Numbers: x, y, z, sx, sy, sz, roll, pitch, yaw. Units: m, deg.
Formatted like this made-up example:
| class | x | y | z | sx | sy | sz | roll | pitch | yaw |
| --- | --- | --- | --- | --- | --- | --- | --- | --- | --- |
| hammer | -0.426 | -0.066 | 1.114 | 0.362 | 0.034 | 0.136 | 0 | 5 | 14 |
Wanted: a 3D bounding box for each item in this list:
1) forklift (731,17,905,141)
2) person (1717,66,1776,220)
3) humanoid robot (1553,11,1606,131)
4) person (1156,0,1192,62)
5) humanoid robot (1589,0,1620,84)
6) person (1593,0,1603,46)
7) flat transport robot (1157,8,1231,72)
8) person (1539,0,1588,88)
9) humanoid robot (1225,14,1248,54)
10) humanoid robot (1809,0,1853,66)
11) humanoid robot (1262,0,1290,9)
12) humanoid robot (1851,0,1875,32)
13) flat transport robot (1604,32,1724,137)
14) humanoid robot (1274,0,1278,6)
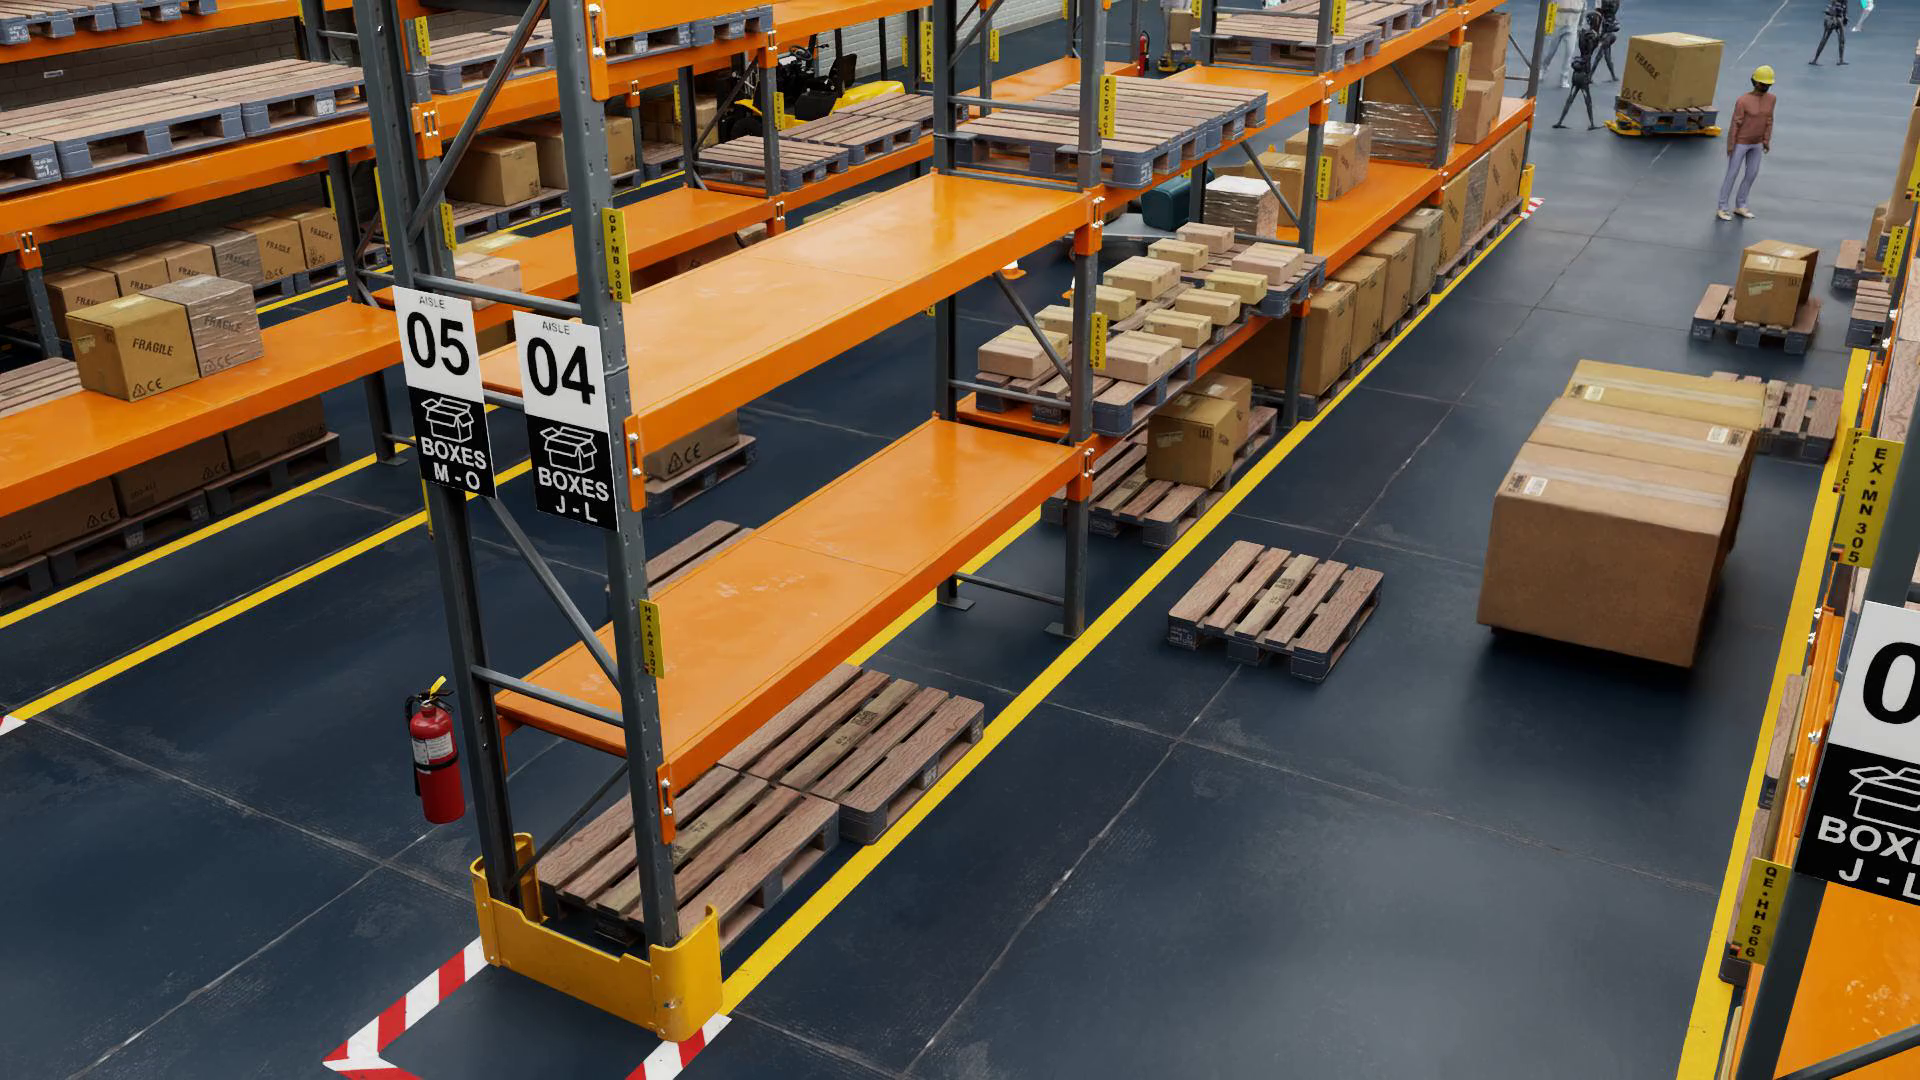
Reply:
| class | x | y | z | sx | sy | sz | roll | pitch | yaw |
| --- | --- | --- | --- | --- | --- | --- | --- | --- | --- |
| forklift | -1.819 | -5.975 | 21.543 | 2.313 | 2.155 | 1.214 | 14 | 29 | 26 |
| person | 9.045 | -4.546 | 19.074 | 0.535 | 1.756 | 0.353 | -8 | 27 | -16 |
| humanoid robot | 8.873 | -6.634 | 23.527 | 0.688 | 1.637 | 0.611 | 5 | 26 | 10 |
| person | 3.660 | -9.098 | 28.324 | 0.634 | 1.937 | 0.362 | 22 | 33 | 37 |
| humanoid robot | 10.427 | -8.187 | 26.769 | 0.688 | 1.621 | 0.612 | 4 | 26 | 8 |
| person | 11.728 | -10.007 | 30.187 | 0.368 | 1.961 | 0.603 | 16 | 30 | 29 |
| flat transport robot | 4.059 | -8.059 | 28.088 | 1.431 | 0.231 | 0.659 | 1 | 26 | 3 |
| person | 9.666 | -8.252 | 26.646 | 0.631 | 1.880 | 0.805 | 2 | 26 | 4 |
| humanoid robot | 4.011 | -6.606 | 23.521 | 0.585 | 1.638 | 0.787 | 18 | 31 | 33 |
| humanoid robot | 14.894 | -8.860 | 28.147 | 0.606 | 1.633 | 0.646 | -21 | 32 | -36 |
| humanoid robot | 5.532 | -9.529 | 29.525 | 0.555 | 1.762 | 1.075 | 15 | 29 | 28 |
| humanoid robot | 17.175 | -10.522 | 31.596 | 0.786 | 1.833 | 0.534 | 6 | 26 | 12 |
| flat transport robot | 9.974 | -5.894 | 23.590 | 1.431 | 0.231 | 0.659 | 0 | 26 | 0 |
| humanoid robot | 6.152 | -10.757 | 31.972 | 0.531 | 1.748 | 0.700 | -16 | 30 | -30 |
